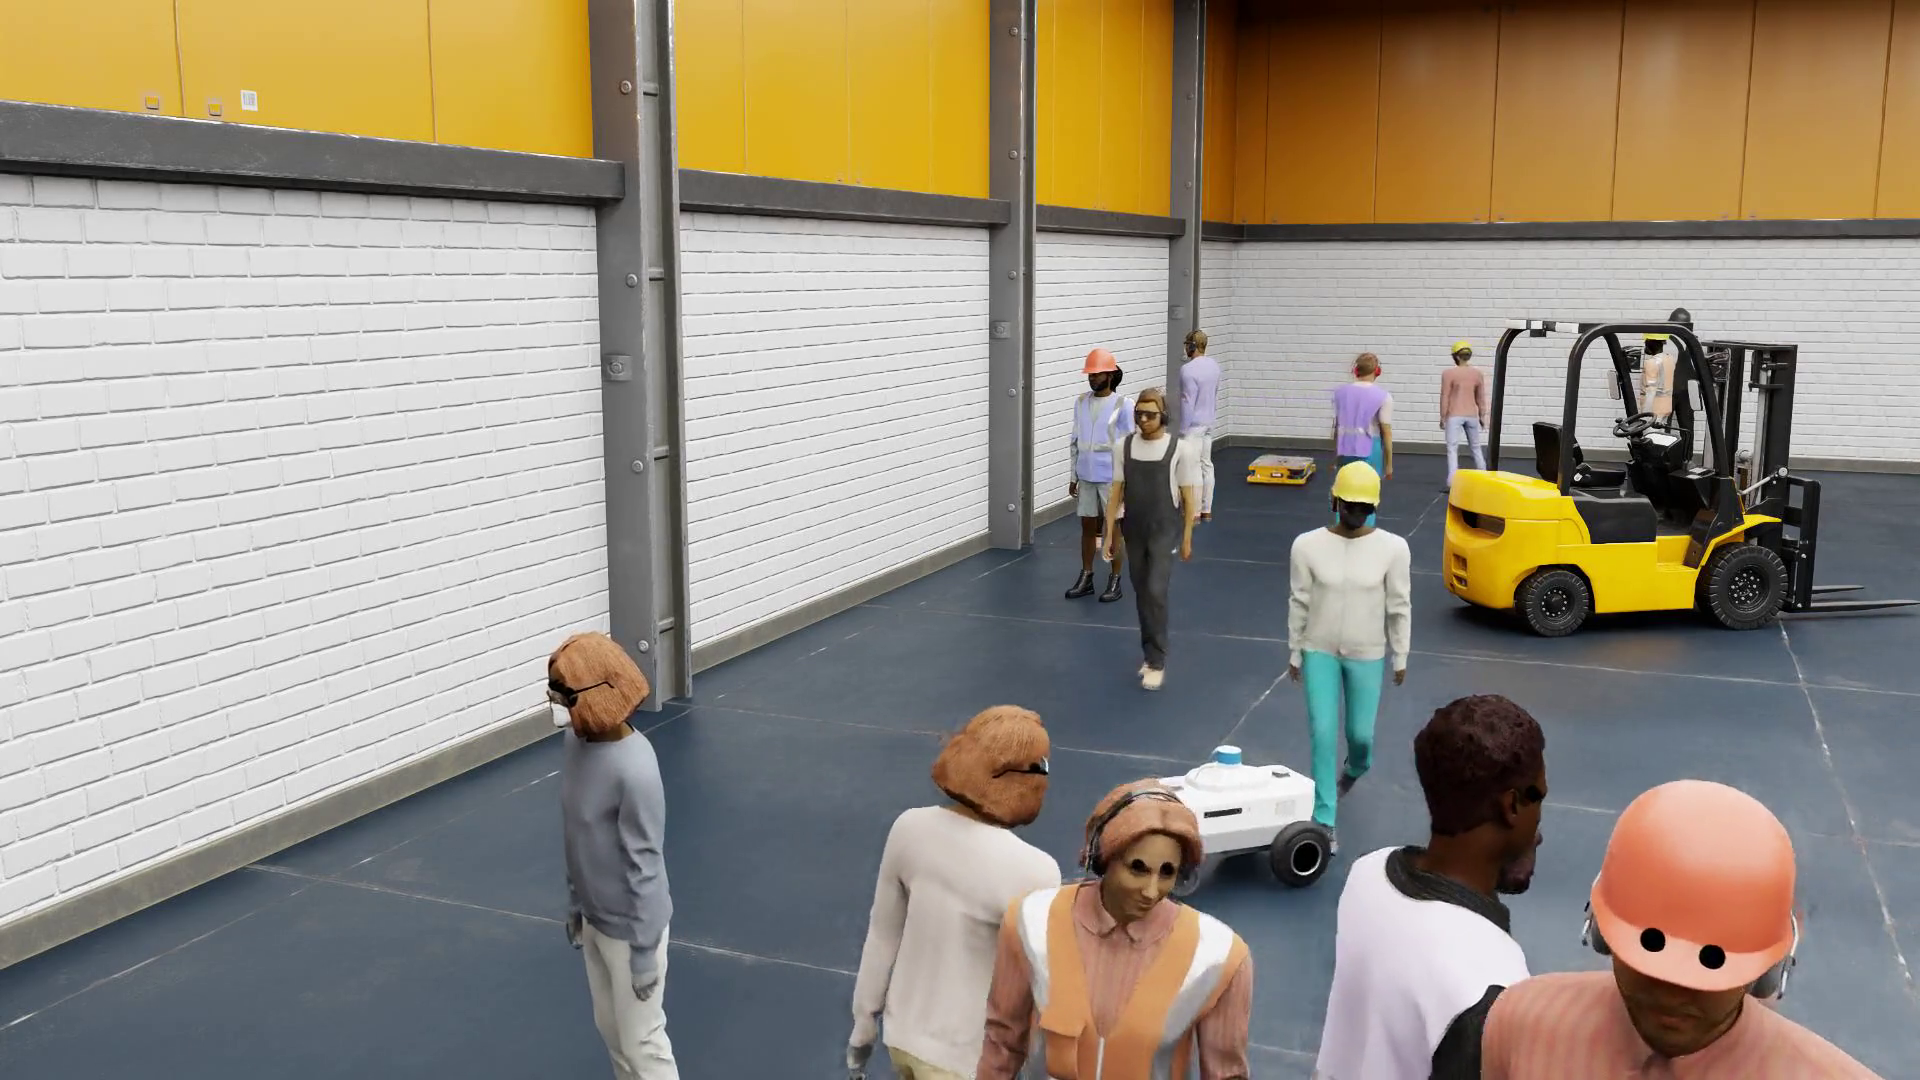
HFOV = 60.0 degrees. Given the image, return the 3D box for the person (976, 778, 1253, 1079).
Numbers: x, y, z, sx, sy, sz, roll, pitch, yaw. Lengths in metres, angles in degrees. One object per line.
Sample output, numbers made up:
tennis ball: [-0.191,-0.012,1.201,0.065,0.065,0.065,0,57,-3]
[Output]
person: [0.278,1.234,3.228,0.555,1.613,0.344,3,10,15]

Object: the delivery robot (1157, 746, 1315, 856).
delivery robot: [1.112,1.104,6.938,0.707,0.478,0.477,-3,9,-22]

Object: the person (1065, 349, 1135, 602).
person: [1.067,-0.493,12.743,0.545,1.938,0.358,7,11,35]

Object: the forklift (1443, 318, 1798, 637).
forklift: [4.706,-0.497,11.990,2.313,2.155,1.214,-2,10,-10]

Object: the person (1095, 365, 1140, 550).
person: [1.361,-0.746,15.036,0.530,1.689,0.321,-1,9,-4]

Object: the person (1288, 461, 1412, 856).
person: [1.732,0.483,7.437,0.529,1.734,0.661,2,10,13]

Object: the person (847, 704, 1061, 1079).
person: [0.019,1.160,3.775,0.846,1.586,0.520,-8,12,-40]

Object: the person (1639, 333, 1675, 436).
person: [7.653,-1.417,18.362,0.359,1.930,0.590,8,12,41]

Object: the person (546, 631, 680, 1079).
person: [-0.920,1.036,4.444,0.311,1.624,0.493,-6,11,-32]

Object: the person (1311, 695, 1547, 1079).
person: [0.874,1.184,2.797,0.955,1.867,0.591,-2,9,-9]

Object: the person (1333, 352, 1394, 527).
person: [3.477,-0.710,14.405,0.450,1.822,0.612,-9,13,-42]

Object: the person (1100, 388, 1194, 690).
person: [1.122,-0.007,10.143,0.504,1.818,0.720,5,11,29]

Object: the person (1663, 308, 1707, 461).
person: [9.015,-1.906,20.989,0.688,2.000,0.539,0,9,2]

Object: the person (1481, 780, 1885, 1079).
person: [1.026,1.227,2.353,0.665,1.941,1.023,9,13,42]

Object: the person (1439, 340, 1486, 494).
person: [5.741,-1.398,18.871,0.672,1.734,0.462,-3,10,-15]

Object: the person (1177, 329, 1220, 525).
person: [2.341,-1.117,16.519,0.363,1.939,0.636,7,11,35]

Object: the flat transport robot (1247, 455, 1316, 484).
flat transport robot: [3.869,-0.854,19.965,0.652,0.197,1.431,3,10,17]
